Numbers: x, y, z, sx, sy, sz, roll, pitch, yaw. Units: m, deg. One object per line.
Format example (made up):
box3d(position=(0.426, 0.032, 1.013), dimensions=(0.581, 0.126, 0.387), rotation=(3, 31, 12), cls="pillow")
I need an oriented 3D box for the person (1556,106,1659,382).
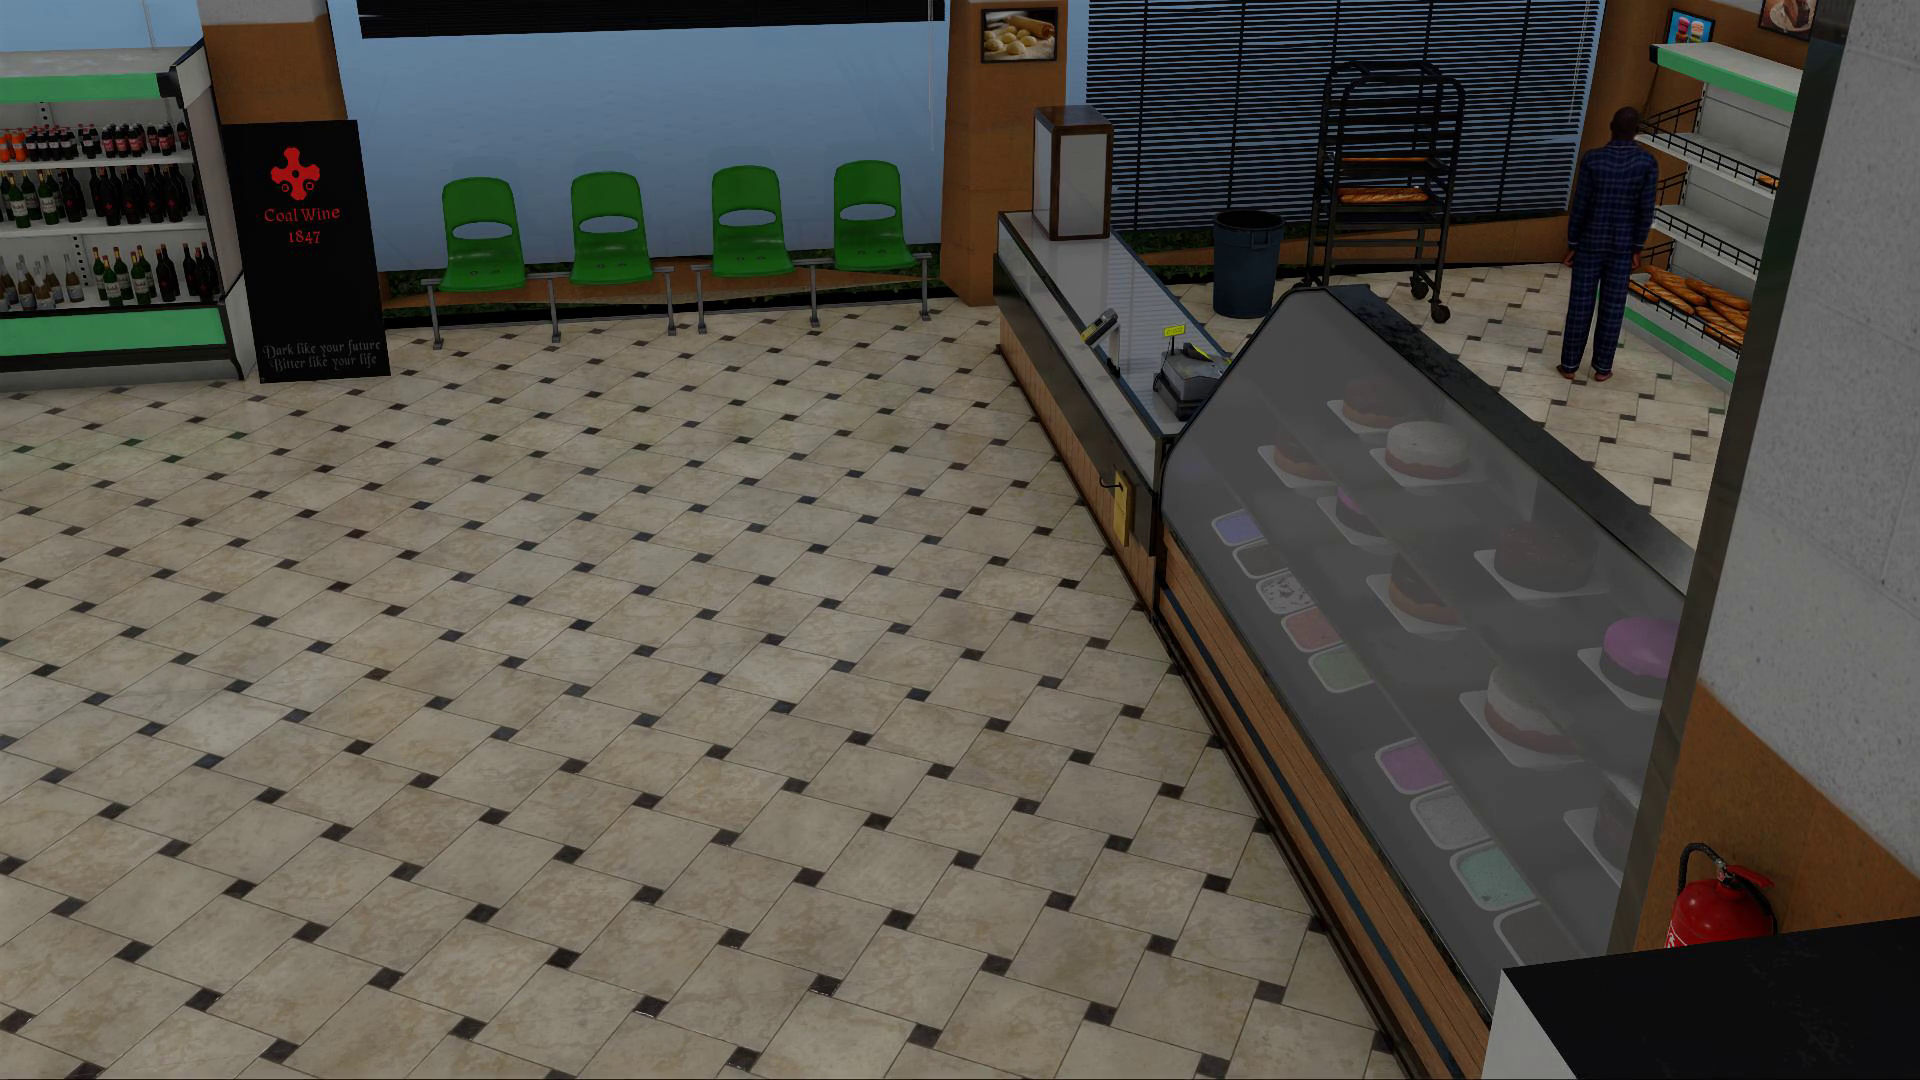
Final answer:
box3d(position=(4.248, -1.943, 10.959), dimensions=(0.708, 1.824, 0.823), rotation=(9, 28, 17), cls="person")
